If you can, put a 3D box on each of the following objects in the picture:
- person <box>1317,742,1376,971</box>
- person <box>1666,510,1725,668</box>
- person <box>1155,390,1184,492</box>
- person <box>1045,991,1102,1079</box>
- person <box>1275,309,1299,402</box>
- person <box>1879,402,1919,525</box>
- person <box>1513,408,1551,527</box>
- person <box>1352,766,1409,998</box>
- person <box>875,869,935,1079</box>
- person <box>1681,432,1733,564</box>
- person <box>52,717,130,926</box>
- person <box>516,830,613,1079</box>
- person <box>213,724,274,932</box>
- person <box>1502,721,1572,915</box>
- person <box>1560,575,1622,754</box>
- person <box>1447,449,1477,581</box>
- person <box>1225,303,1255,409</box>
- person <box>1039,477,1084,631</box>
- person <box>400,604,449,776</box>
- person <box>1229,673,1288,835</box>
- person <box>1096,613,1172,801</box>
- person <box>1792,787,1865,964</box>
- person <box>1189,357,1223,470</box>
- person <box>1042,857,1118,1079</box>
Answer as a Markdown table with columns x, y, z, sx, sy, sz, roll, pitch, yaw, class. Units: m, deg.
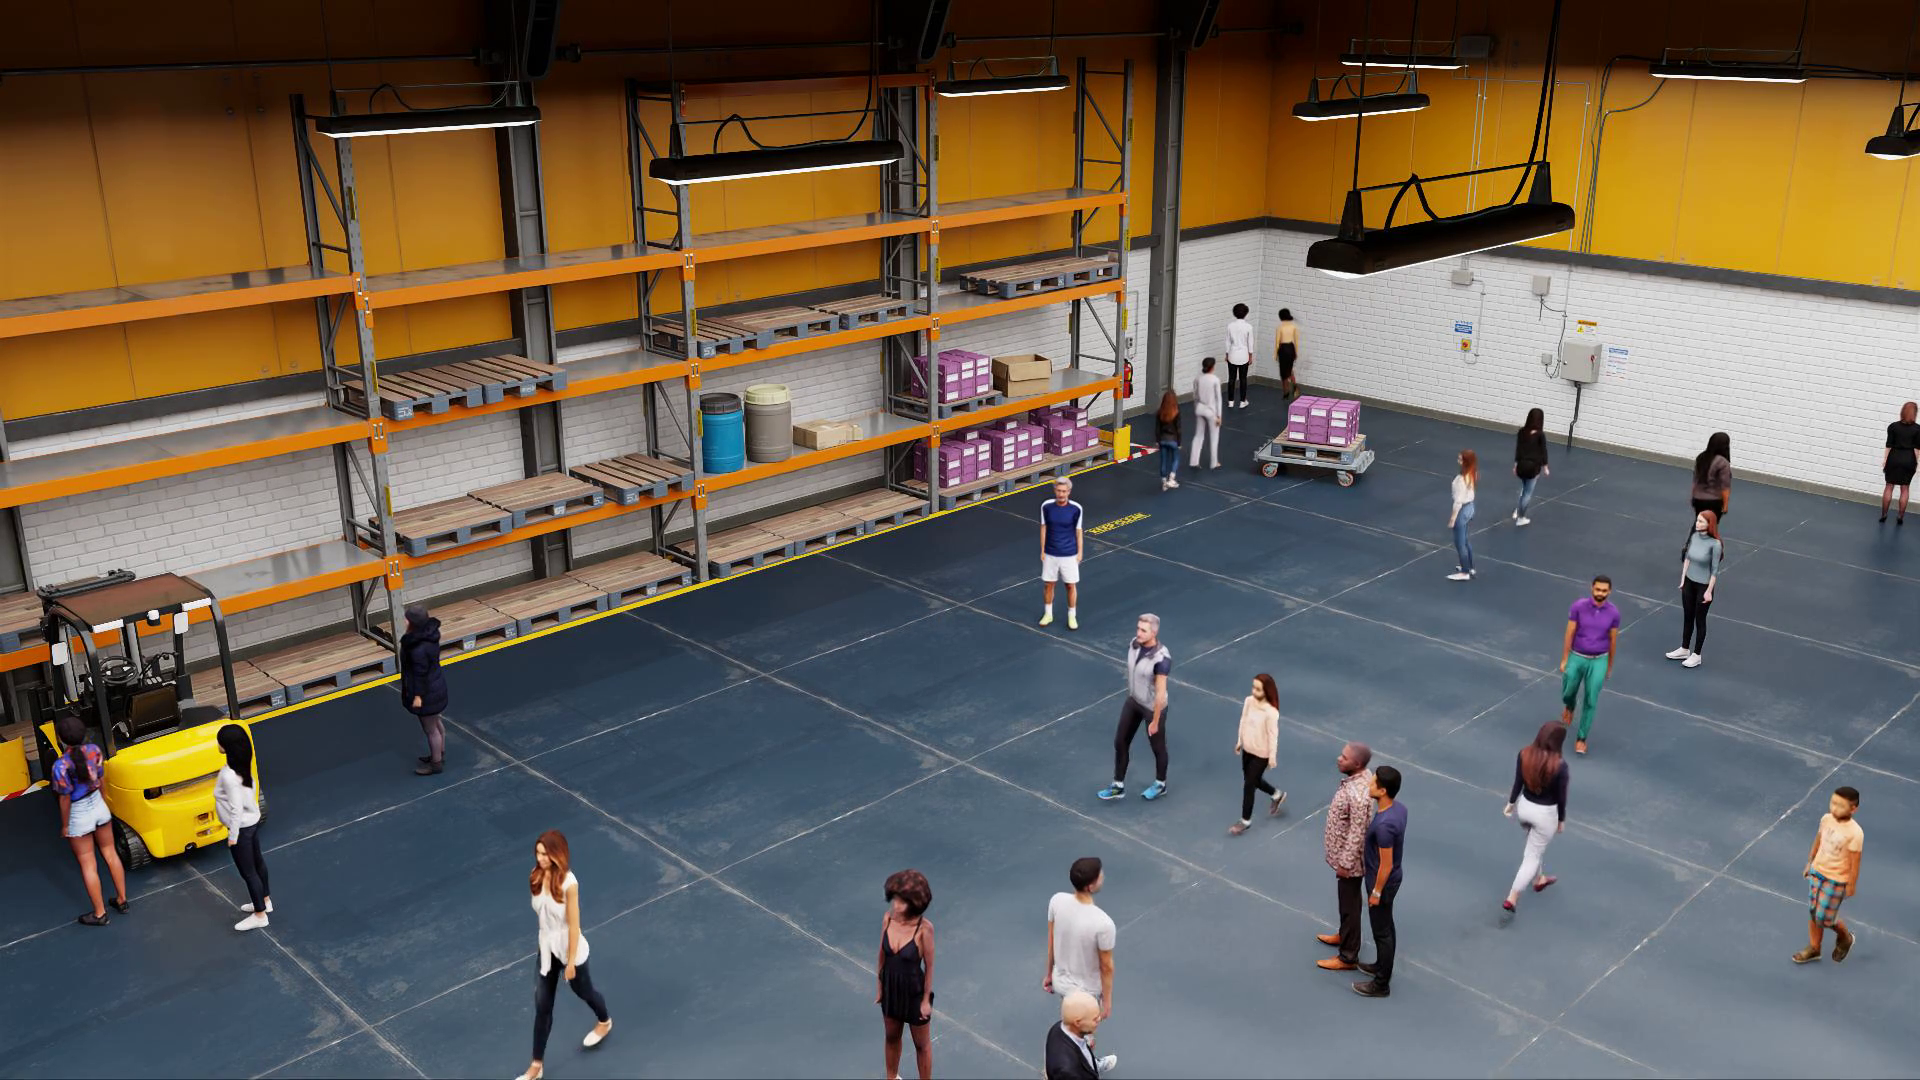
| x | y | z | sx | sy | sz | roll | pitch | yaw | class |
| --- | --- | --- | --- | --- | --- | --- | --- | --- | --- |
| 2.927 | 2.335 | 12.427 | 0.841 | 1.808 | 0.714 | 5 | 19 | 14 | person |
| 7.963 | 0.514 | 17.934 | 0.678 | 1.743 | 0.673 | -6 | 19 | -17 | person |
| 3.013 | -1.432 | 24.127 | 0.652 | 1.478 | 0.647 | 9 | 20 | 24 | person |
| 0.620 | 3.349 | 9.434 | 0.818 | 1.796 | 0.759 | 0 | 19 | 0 | person |
| 5.753 | -3.218 | 29.179 | 0.759 | 1.639 | 0.802 | -4 | 19 | -12 | person |
| 12.800 | -1.044 | 22.622 | 0.641 | 1.705 | 0.594 | 10 | 21 | 27 | person |
| 7.672 | -0.972 | 22.528 | 0.608 | 1.628 | 0.613 | -12 | 22 | -33 | person |
| 3.075 | 2.465 | 12.069 | 0.776 | 1.790 | 0.617 | 7 | 20 | 19 | person |
| -0.343 | 2.922 | 10.710 | 0.617 | 1.790 | 0.619 | 10 | 21 | 27 | person |
| 9.215 | -0.441 | 20.636 | 0.812 | 1.828 | 0.776 | -9 | 20 | -24 | person |
| -6.819 | 2.178 | 12.995 | 0.720 | 1.743 | 0.580 | 8 | 20 | 22 | person |
| -2.620 | 2.762 | 11.270 | 0.788 | 1.737 | 1.165 | 11 | 22 | 31 | person |
| -5.583 | 2.212 | 12.961 | 0.736 | 1.701 | 0.711 | -4 | 19 | -11 | person |
| 4.528 | 2.218 | 13.143 | 1.118 | 1.572 | 0.722 | -15 | 24 | -38 | person |
| 6.048 | 1.141 | 16.054 | 0.894 | 1.756 | 1.064 | 6 | 20 | 17 | person |
| 6.219 | -0.313 | 20.457 | 0.809 | 1.700 | 0.560 | 18 | 25 | 42 | person |
| 4.844 | -3.213 | 28.904 | 0.715 | 1.807 | 0.713 | 5 | 19 | 15 | person |
| 1.146 | 0.133 | 18.932 | 0.739 | 1.829 | 0.753 | 5 | 19 | 13 | person |
| -4.972 | 1.373 | 15.491 | 0.846 | 1.674 | 0.802 | -2 | 19 | -7 | person |
| 2.629 | 1.830 | 14.469 | 0.968 | 1.461 | 0.740 | -9 | 21 | -26 | person |
| 1.754 | 1.489 | 14.949 | 0.969 | 1.800 | 0.821 | -13 | 23 | -34 | person |
| 6.578 | 2.510 | 12.465 | 0.761 | 1.452 | 0.671 | -6 | 20 | -18 | person |
| 3.706 | -1.919 | 25.146 | 0.684 | 1.752 | 0.840 | 14 | 23 | 36 | person |
| 0.713 | 2.916 | 10.700 | 0.698 | 1.808 | 1.200 | 17 | 25 | 41 | person |
